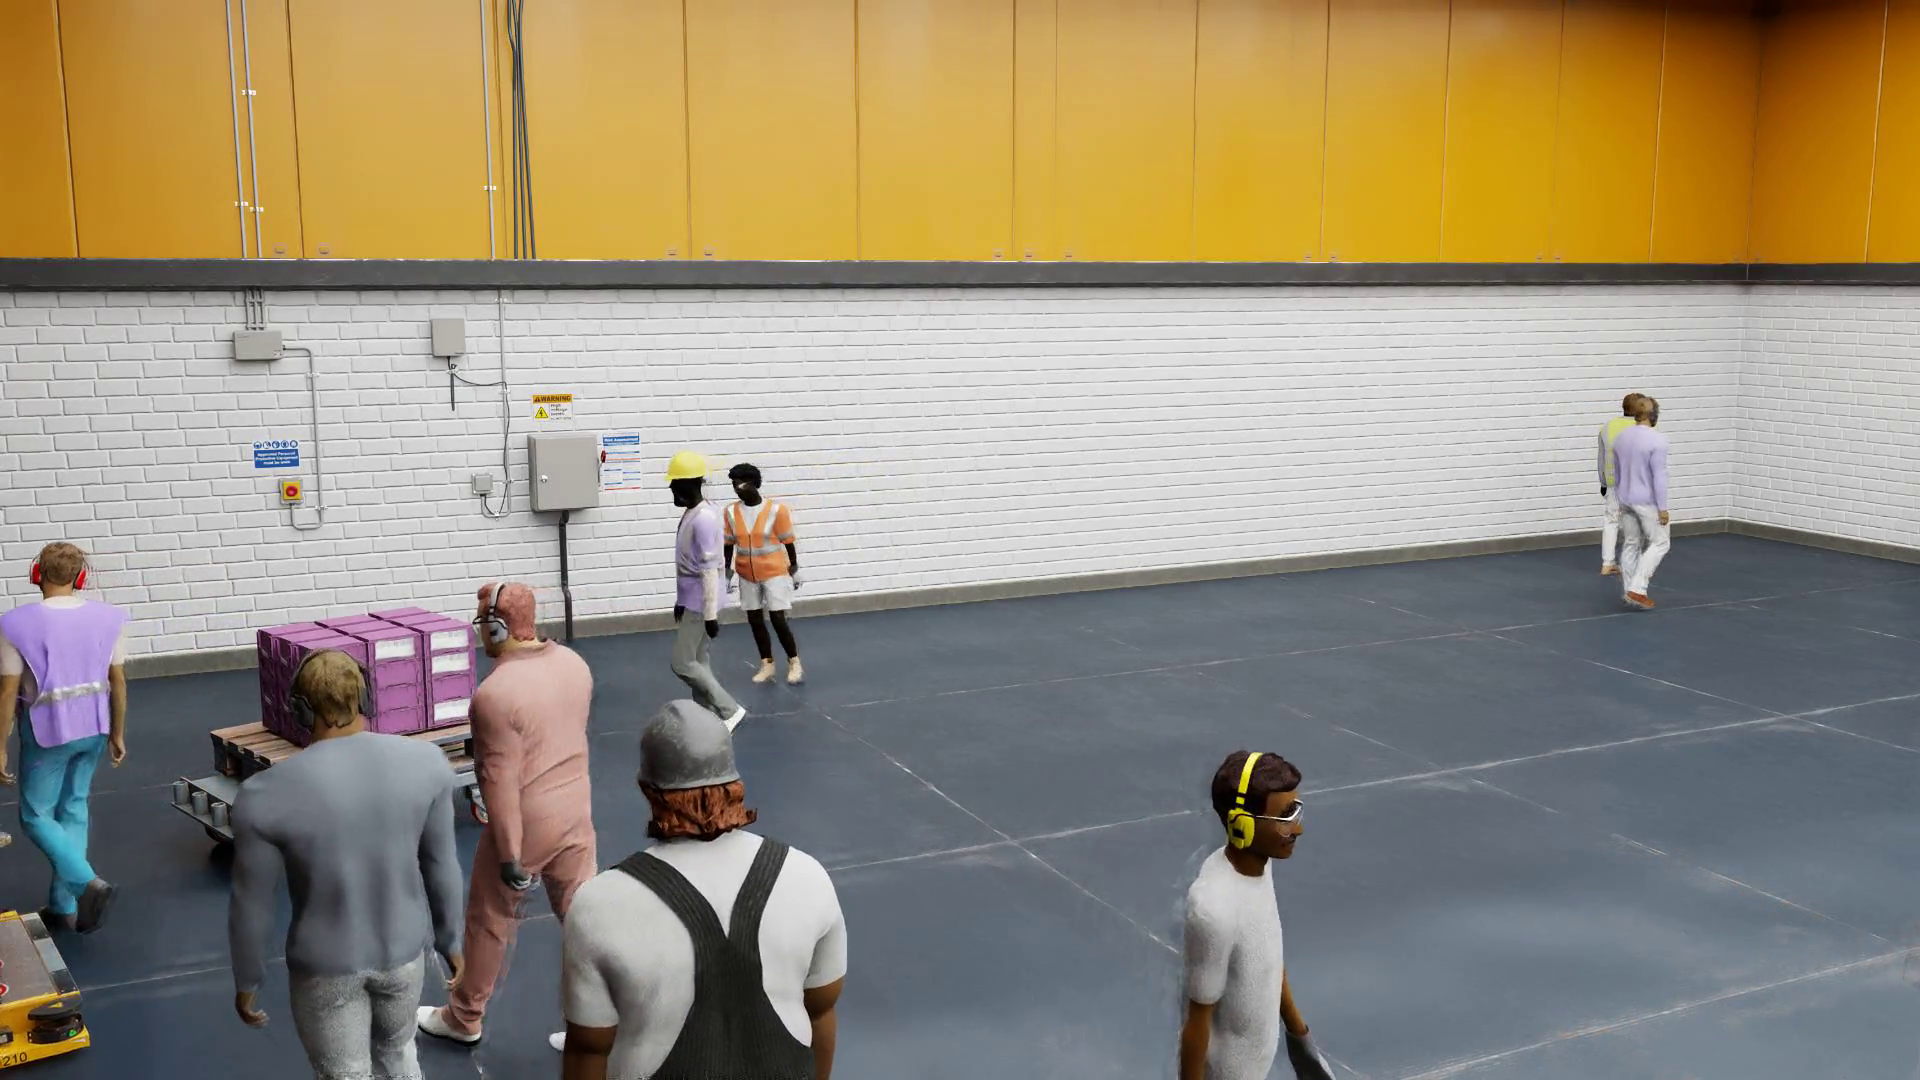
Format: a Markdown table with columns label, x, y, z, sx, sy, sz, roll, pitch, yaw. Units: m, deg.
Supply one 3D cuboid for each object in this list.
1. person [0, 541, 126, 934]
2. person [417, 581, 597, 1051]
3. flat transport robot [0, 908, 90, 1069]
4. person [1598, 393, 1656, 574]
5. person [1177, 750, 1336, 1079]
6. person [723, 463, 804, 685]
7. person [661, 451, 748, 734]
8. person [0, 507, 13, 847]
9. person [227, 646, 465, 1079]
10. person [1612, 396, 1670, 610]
| label | x | y | z | sx | sy | sz | roll | pitch | yaw |
| --- | --- | --- | --- | --- | --- | --- | --- | --- | --- |
| person | -4.078 | 0.916 | 7.595 | 0.560 | 1.807 | 0.634 | 6 | 11 | 32 |
| person | -1.739 | 1.076 | 6.437 | 0.931 | 1.862 | 0.637 | 5 | 10 | 27 |
| flat transport robot | -4.046 | 1.815 | 6.780 | 0.652 | 0.197 | 1.431 | -7 | 11 | -36 |
| person | 6.664 | -0.545 | 16.572 | 0.429 | 1.839 | 0.633 | -6 | 11 | -34 |
| person | 0.727 | 1.427 | 4.424 | 0.959 | 1.829 | 0.508 | 3 | 10 | 16 |
| person | -1.467 | 0.250 | 12.163 | 0.551 | 1.659 | 0.422 | 3 | 10 | 19 |
| person | -1.677 | 0.382 | 10.604 | 0.422 | 1.908 | 0.593 | -2 | 9 | -11 |
| person | -5.168 | 0.664 | 8.672 | 0.477 | 1.976 | 0.617 | -9 | 13 | -44 |
| person | -1.894 | 1.259 | 5.097 | 0.663 | 1.926 | 0.570 | -7 | 11 | -36 |
| person | 6.123 | -0.325 | 14.920 | 0.440 | 1.928 | 0.685 | -3 | 10 | -18 |
